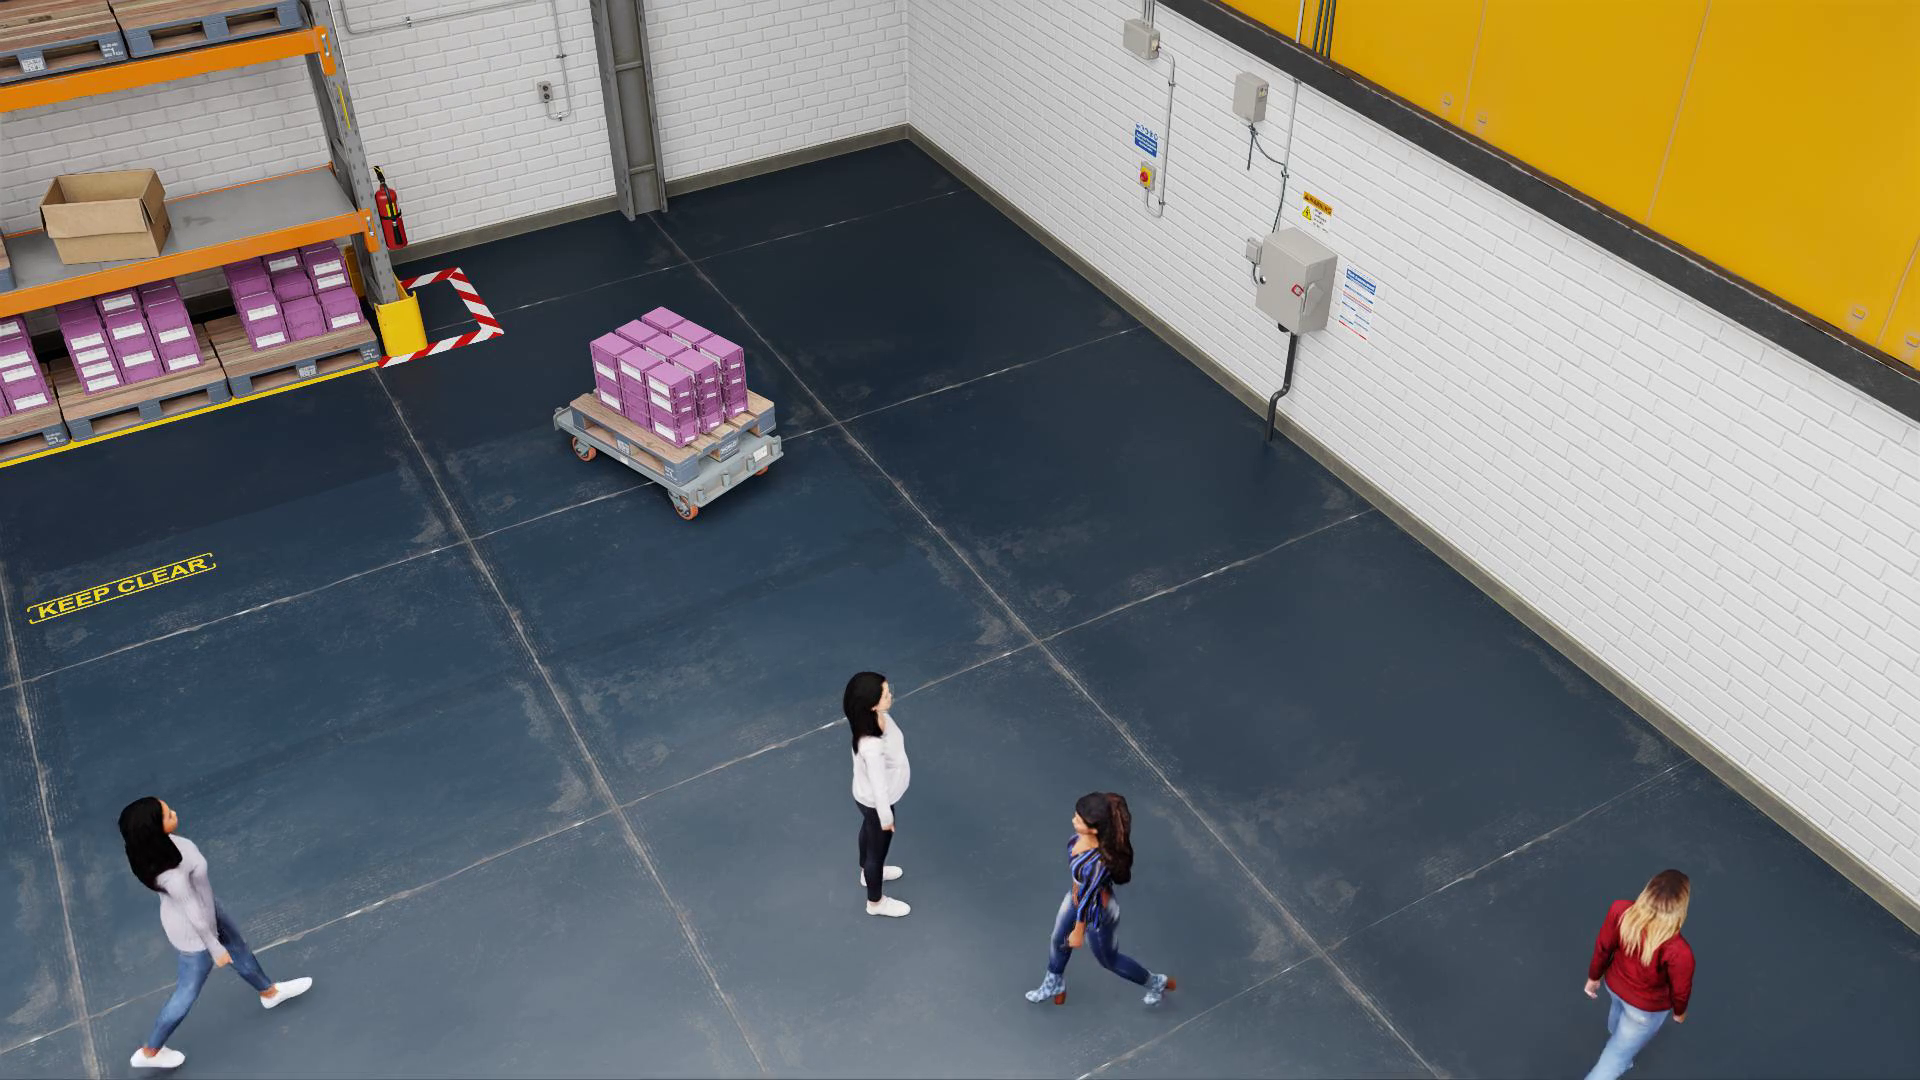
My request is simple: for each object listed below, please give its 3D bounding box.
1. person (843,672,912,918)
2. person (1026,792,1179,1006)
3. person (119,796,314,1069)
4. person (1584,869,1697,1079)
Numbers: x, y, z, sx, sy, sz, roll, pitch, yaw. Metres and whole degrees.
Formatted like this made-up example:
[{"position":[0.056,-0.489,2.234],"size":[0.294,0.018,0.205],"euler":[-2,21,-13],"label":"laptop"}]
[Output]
[{"position":[-0.460,1.360,9.017],"size":[0.675,1.700,0.692],"euler":[-6,39,-7],"label":"person"},{"position":[0.754,1.886,8.446],"size":[1.106,1.590,0.876],"euler":[-4,39,-4],"label":"person"},{"position":[-3.900,1.976,8.245],"size":[1.178,1.700,0.722],"euler":[-25,45,-28],"label":"person"},{"position":[3.215,2.230,8.010],"size":[1.030,1.597,0.606],"euler":[-21,43,-24],"label":"person"}]
